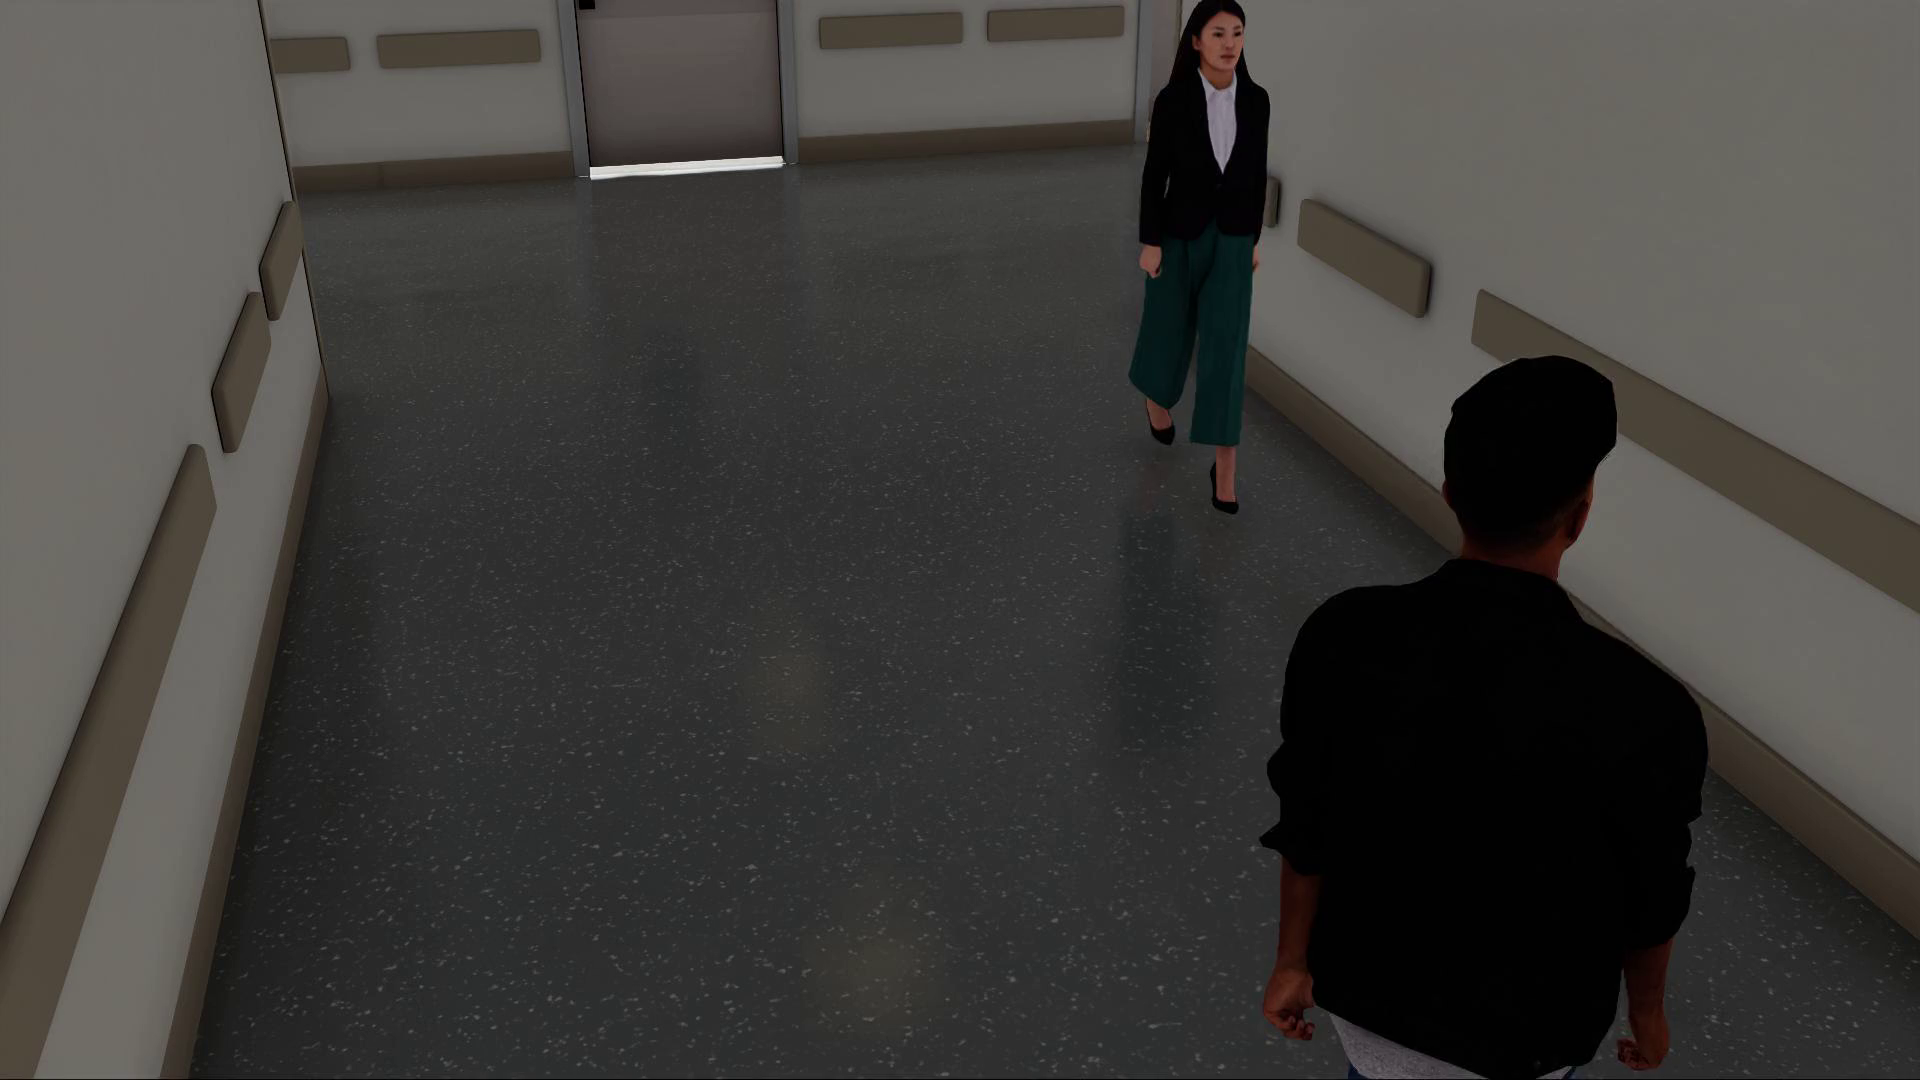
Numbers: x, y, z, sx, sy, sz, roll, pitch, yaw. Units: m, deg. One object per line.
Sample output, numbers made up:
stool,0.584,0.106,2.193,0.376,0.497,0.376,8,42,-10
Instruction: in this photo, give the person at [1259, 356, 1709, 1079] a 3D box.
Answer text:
person,0.654,0.648,2.305,0.848,1.795,0.891,20,32,35

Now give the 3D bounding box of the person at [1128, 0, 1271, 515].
person,0.813,-1.003,5.847,1.098,1.692,0.787,-3,26,-7
